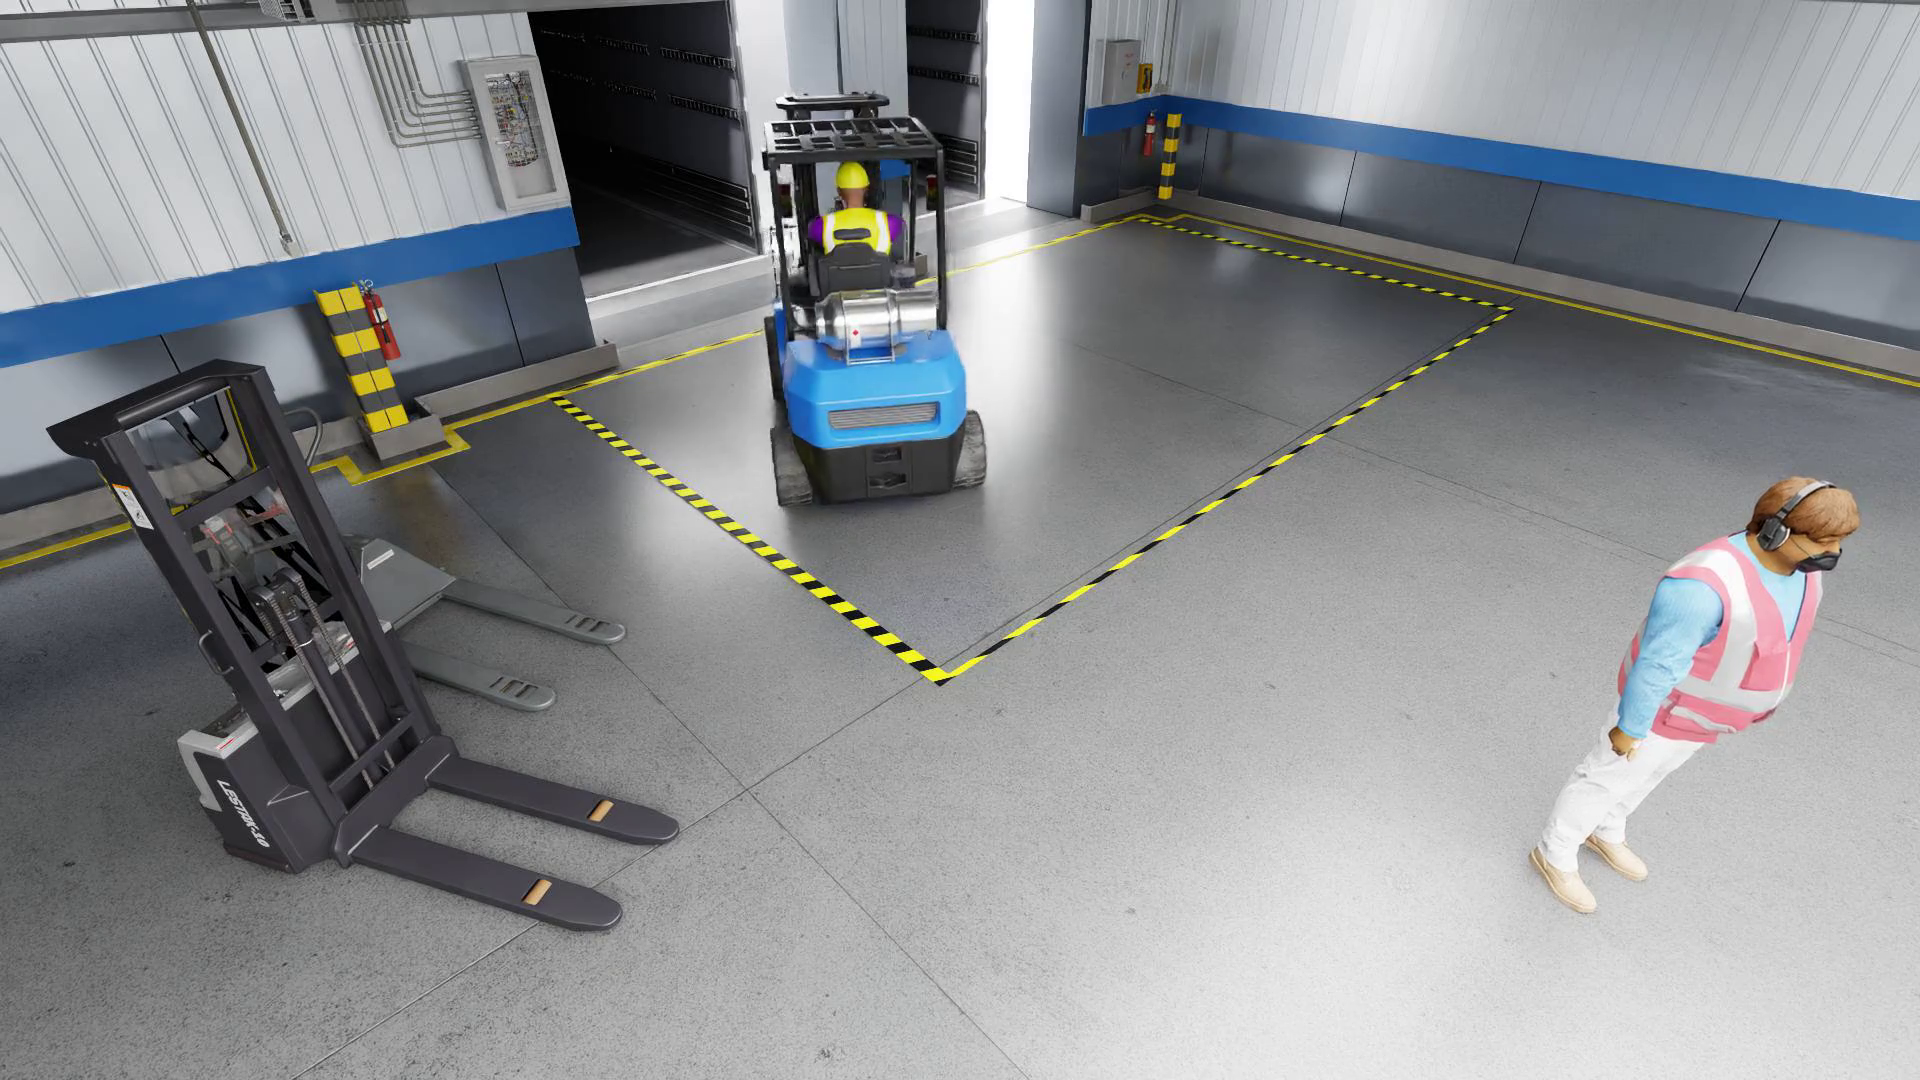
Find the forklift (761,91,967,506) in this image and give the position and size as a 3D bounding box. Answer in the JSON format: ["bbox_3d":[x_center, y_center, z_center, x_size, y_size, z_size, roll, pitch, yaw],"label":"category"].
[{"bbox_3d":[-0.706,-1.762,6.249,1.157,2.036,2.680,-6,35,-9],"label":"forklift"}]

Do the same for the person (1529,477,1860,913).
[{"bbox_3d":[2.567,0.589,3.250,0.626,1.836,0.430,-14,37,-19],"label":"person"}]

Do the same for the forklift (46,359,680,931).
[{"bbox_3d":[-2.135,0.422,3.354,1.885,1.965,0.823,10,35,14],"label":"forklift"}]

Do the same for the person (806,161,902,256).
[{"bbox_3d":[-0.711,-1.950,6.193,0.635,1.294,1.004,-6,35,-9],"label":"person"}]

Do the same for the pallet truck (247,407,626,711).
[{"bbox_3d":[-2.628,0.038,4.590,1.601,1.201,0.680,12,36,18],"label":"pallet truck"}]
